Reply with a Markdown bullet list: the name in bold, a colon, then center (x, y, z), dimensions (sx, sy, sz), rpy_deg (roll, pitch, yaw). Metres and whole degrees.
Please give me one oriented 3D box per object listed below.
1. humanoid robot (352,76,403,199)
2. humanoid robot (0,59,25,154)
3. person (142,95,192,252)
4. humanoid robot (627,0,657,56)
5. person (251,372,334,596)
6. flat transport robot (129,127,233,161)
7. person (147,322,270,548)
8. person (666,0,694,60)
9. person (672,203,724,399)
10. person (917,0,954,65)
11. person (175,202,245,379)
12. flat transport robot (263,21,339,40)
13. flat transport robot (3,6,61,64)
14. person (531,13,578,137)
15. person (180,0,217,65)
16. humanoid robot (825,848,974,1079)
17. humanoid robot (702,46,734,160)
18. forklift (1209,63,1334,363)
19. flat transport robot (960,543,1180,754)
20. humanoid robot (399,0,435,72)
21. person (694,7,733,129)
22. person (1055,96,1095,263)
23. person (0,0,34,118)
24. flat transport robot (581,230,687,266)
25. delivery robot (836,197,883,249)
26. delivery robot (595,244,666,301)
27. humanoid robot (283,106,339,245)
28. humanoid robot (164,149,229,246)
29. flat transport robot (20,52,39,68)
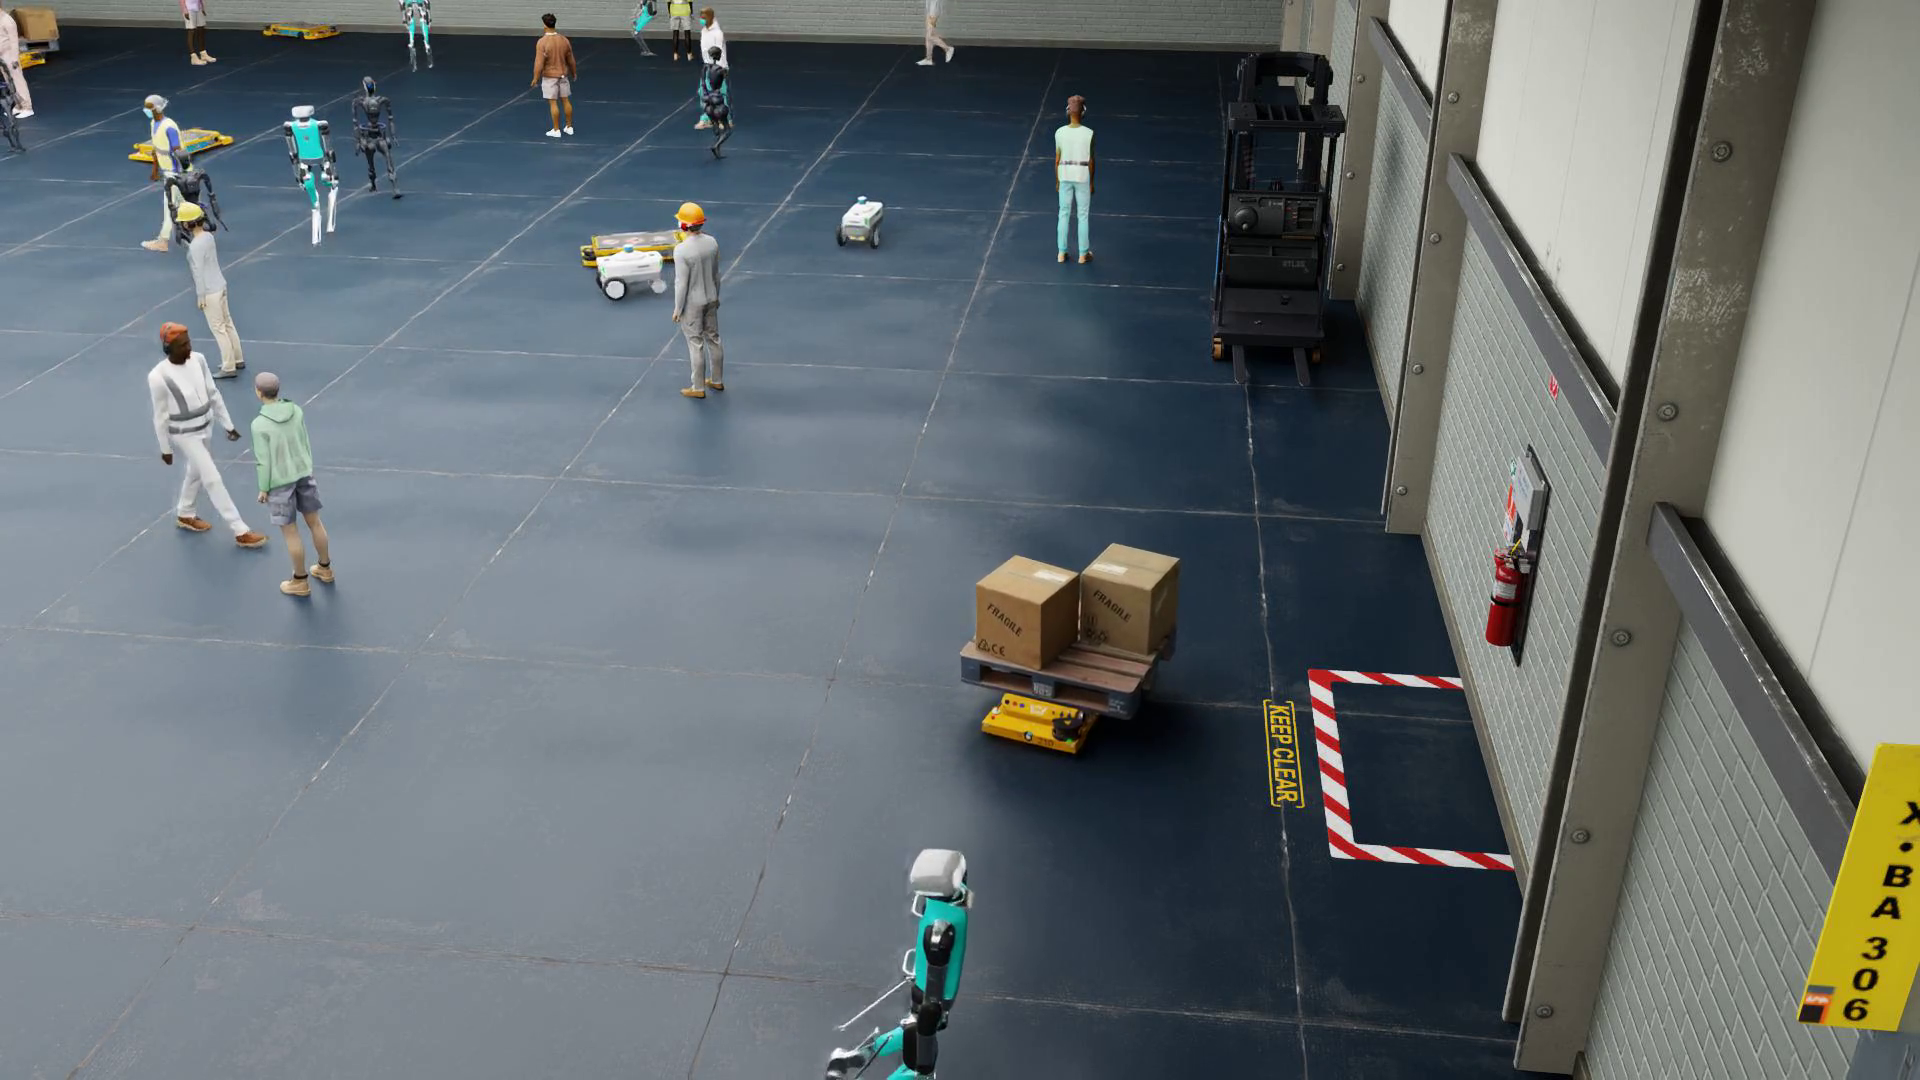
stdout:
- **humanoid robot**: center (-7.882, -5.419, 22.436), dimensions (0.599, 1.621, 0.791), rpy_deg (-17, 31, -31)
- **humanoid robot**: center (-14.291, -6.583, 24.715), dimensions (0.611, 1.639, 0.474), rpy_deg (-4, 27, -7)
- **person**: center (-9.731, -4.448, 20.244), dimensions (0.918, 1.855, 0.565), rpy_deg (-23, 34, -38)
- **humanoid robot**: center (-6.034, -10.058, 31.493), dimensions (0.707, 1.722, 0.530), rpy_deg (-17, 31, -30)
- **person**: center (-4.972, -0.417, 12.325), dimensions (0.339, 1.743, 0.473), rpy_deg (14, 30, 27)
- **flat transport robot**: center (-11.698, -5.927, 24.970), dimensions (0.659, 0.231, 1.431), rpy_deg (9, 28, 17)
- **person**: center (-5.984, -0.842, 13.080), dimensions (0.975, 1.828, 0.588), rpy_deg (6, 27, 11)
- **person**: center (-5.261, -9.903, 31.324), dimensions (0.528, 1.689, 0.321), rpy_deg (5, 27, 9)
- **person**: center (-2.503, -2.289, 15.893), dimensions (0.352, 1.898, 0.562), rpy_deg (19, 32, 33)
- **person**: center (-0.474, -9.746, 30.819), dimensions (0.618, 1.860, 0.518), rpy_deg (-2, 27, -3)
- **person**: center (-7.411, -2.461, 16.391), dimensions (0.349, 1.756, 0.516), rpy_deg (-3, 27, -7)
- **flat transport robot**: center (-13.414, -10.371, 33.843), dimensions (1.431, 0.231, 0.659), rpy_deg (13, 29, 24)
- **flat transport robot**: center (-17.686, -9.211, 31.527), dimensions (0.659, 0.231, 1.431), rpy_deg (-12, 29, -22)
- **person**: center (-6.246, -7.185, 25.710), dimensions (0.390, 1.855, 0.797), rpy_deg (23, 35, 38)
- **person**: center (-14.244, -9.896, 30.934), dimensions (0.398, 2.035, 0.607), rpy_deg (6, 27, 11)
- **humanoid robot**: center (-0.406, 2.114, 7.319), dimensions (0.924, 1.790, 0.551), rpy_deg (3, 27, 6)
- **humanoid robot**: center (-3.606, -6.365, 24.283), dimensions (0.586, 1.643, 0.472), rpy_deg (18, 32, 32)
- **forklift**: center (3.241, -3.477, 17.183), dimensions (1.129, 2.768, 1.873), rpy_deg (3, 27, 6)
- **flat transport robot**: center (0.723, 0.946, 11.250), dimensions (0.659, 0.231, 1.431), rpy_deg (11, 29, 21)
- **humanoid robot**: center (-9.931, -9.475, 30.467), dimensions (0.530, 1.800, 0.803), rpy_deg (-10, 28, -19)
- **person**: center (-3.906, -7.354, 26.011), dimensions (0.505, 1.886, 0.756), rpy_deg (21, 33, 35)
- **person**: center (1.362, -4.271, 19.761), dimensions (0.486, 1.978, 0.404), rpy_deg (7, 27, 14)
- **person**: center (-15.437, -7.820, 26.923), dimensions (0.641, 1.908, 0.413), rpy_deg (18, 32, 32)
- **flat transport robot**: center (-3.869, -3.545, 20.215), dimensions (1.431, 0.231, 0.659), rpy_deg (-6, 27, -13)
- **delivery robot**: center (-1.216, -3.972, 20.741), dimensions (0.499, 0.587, 0.782), rpy_deg (6, 27, 12)
- **delivery robot**: center (-3.766, -3.066, 18.927), dimensions (0.764, 0.582, 0.499), rpy_deg (-10, 28, -20)
- **humanoid robot**: center (-7.924, -4.525, 20.554), dimensions (0.532, 1.757, 0.964), rpy_deg (-4, 27, -8)
- **humanoid robot**: center (-8.582, -3.584, 18.731), dimensions (0.478, 1.645, 0.588), rpy_deg (21, 33, 35)
- **flat transport robot**: center (-17.950, -8.965, 31.036), dimensions (1.431, 0.231, 0.659), rpy_deg (8, 28, 16)
